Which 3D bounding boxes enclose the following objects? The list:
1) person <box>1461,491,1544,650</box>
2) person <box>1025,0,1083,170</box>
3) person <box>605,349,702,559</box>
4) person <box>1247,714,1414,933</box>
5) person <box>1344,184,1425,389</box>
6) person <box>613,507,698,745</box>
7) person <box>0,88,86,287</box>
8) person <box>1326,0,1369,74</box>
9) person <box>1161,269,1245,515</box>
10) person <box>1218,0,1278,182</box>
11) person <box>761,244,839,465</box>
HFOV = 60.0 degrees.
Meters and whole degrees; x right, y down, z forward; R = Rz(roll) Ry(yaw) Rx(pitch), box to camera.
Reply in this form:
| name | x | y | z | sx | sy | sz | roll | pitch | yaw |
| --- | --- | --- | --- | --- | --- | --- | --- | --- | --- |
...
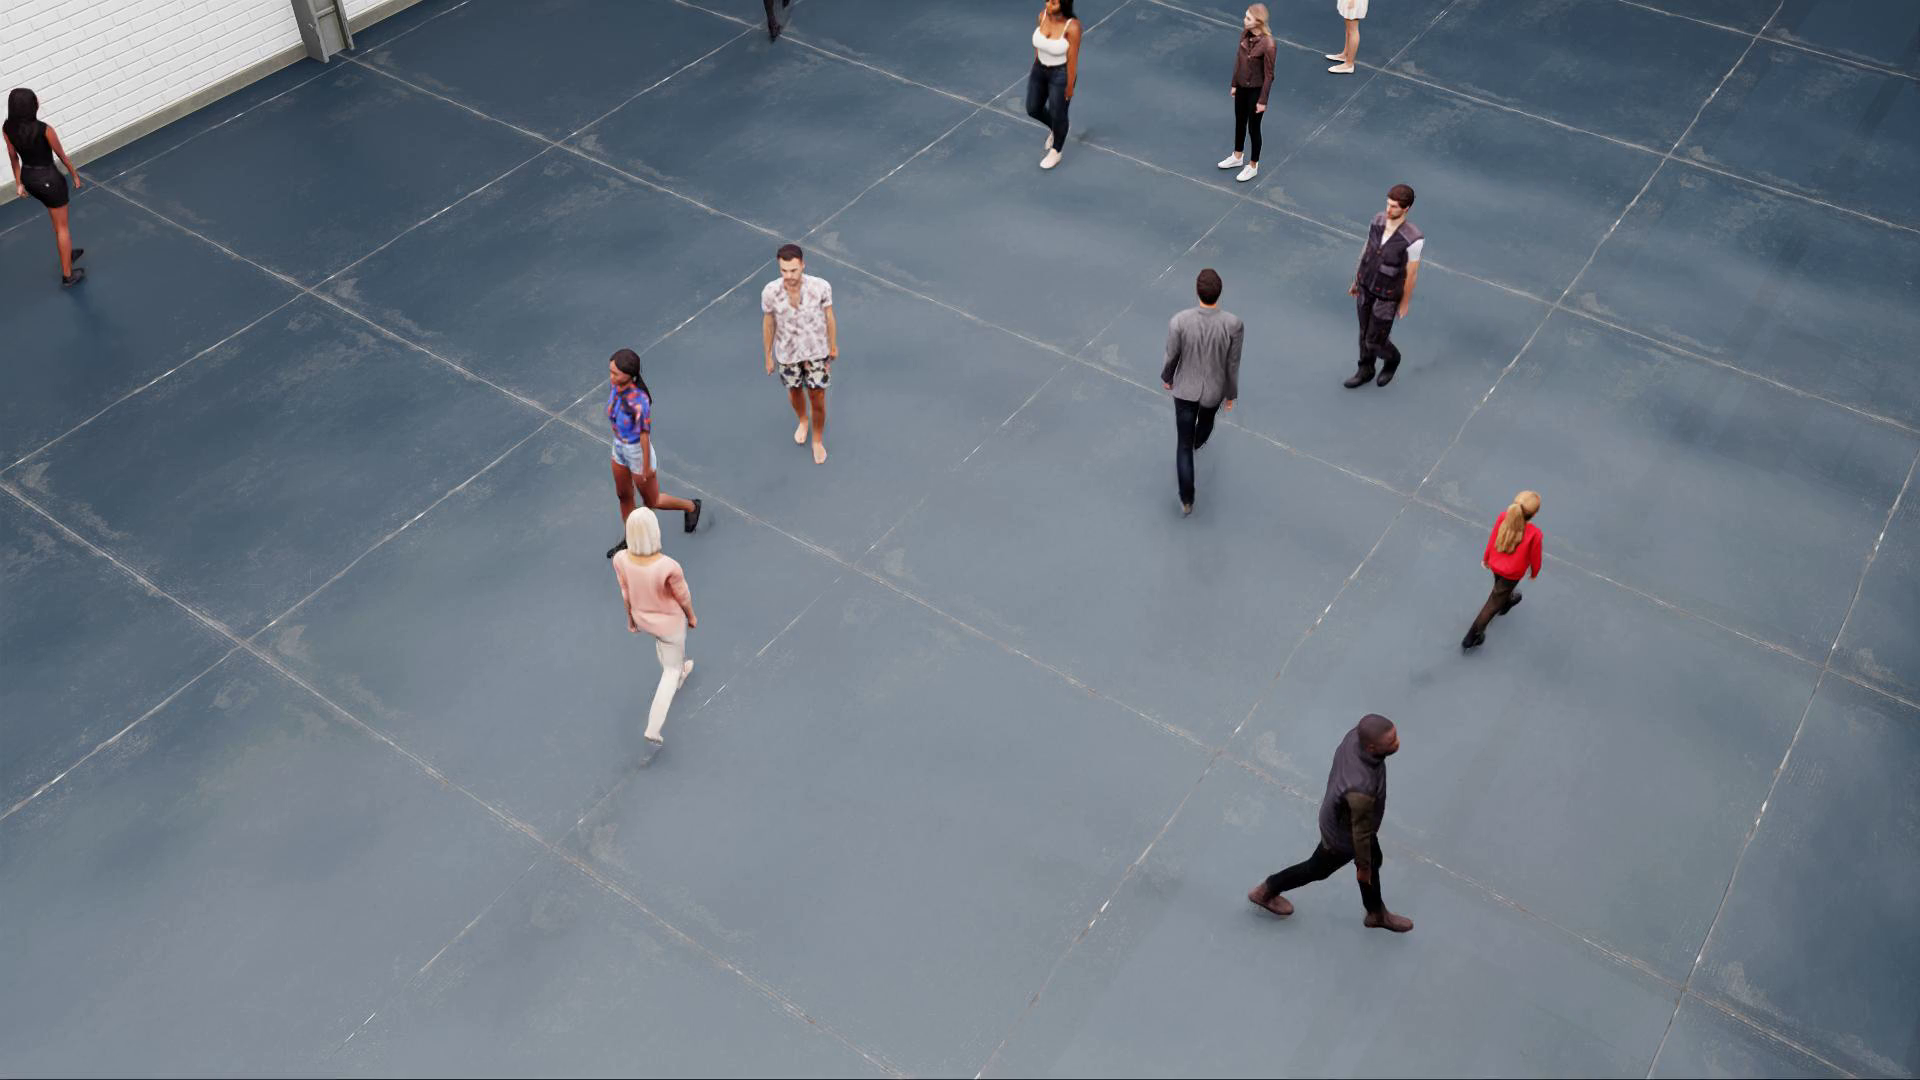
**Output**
| name | x | y | z | sx | sy | sz | roll | pitch | yaw |
| --- | --- | --- | --- | --- | --- | --- | --- | --- | --- |
| person | 3.595 | 0.215 | 11.027 | 0.968 | 1.250 | 0.662 | -30 | 51 | -28 |
| person | 0.928 | -4.329 | 15.399 | 0.696 | 1.799 | 0.752 | 33 | 53 | 30 |
| person | -2.193 | -0.612 | 11.553 | 1.040 | 1.723 | 0.775 | -28 | 50 | -26 |
| person | 2.057 | 1.587 | 9.195 | 1.055 | 1.790 | 1.237 | 10 | 45 | 11 |
| person | 3.337 | -1.965 | 12.888 | 0.815 | 1.840 | 0.767 | -24 | 49 | -23 |
| person | -1.907 | 0.543 | 10.358 | 0.799 | 1.697 | 1.126 | 13 | 45 | 13 |
| person | -7.734 | -2.933 | 14.003 | 0.751 | 1.704 | 0.842 | 1 | 44 | 1 |
| person | 3.978 | -5.551 | 16.746 | 0.704 | 1.711 | 0.605 | 3 | 44 | 3 |
| person | 1.717 | -1.000 | 11.906 | 1.123 | 1.797 | 1.325 | 2 | 44 | 3 |
| person | 2.678 | -4.120 | 15.249 | 0.642 | 1.702 | 0.673 | -23 | 48 | -22 |
| person | -1.178 | -1.490 | 12.420 | 0.891 | 1.796 | 0.956 | 1 | 44 | 1 |
